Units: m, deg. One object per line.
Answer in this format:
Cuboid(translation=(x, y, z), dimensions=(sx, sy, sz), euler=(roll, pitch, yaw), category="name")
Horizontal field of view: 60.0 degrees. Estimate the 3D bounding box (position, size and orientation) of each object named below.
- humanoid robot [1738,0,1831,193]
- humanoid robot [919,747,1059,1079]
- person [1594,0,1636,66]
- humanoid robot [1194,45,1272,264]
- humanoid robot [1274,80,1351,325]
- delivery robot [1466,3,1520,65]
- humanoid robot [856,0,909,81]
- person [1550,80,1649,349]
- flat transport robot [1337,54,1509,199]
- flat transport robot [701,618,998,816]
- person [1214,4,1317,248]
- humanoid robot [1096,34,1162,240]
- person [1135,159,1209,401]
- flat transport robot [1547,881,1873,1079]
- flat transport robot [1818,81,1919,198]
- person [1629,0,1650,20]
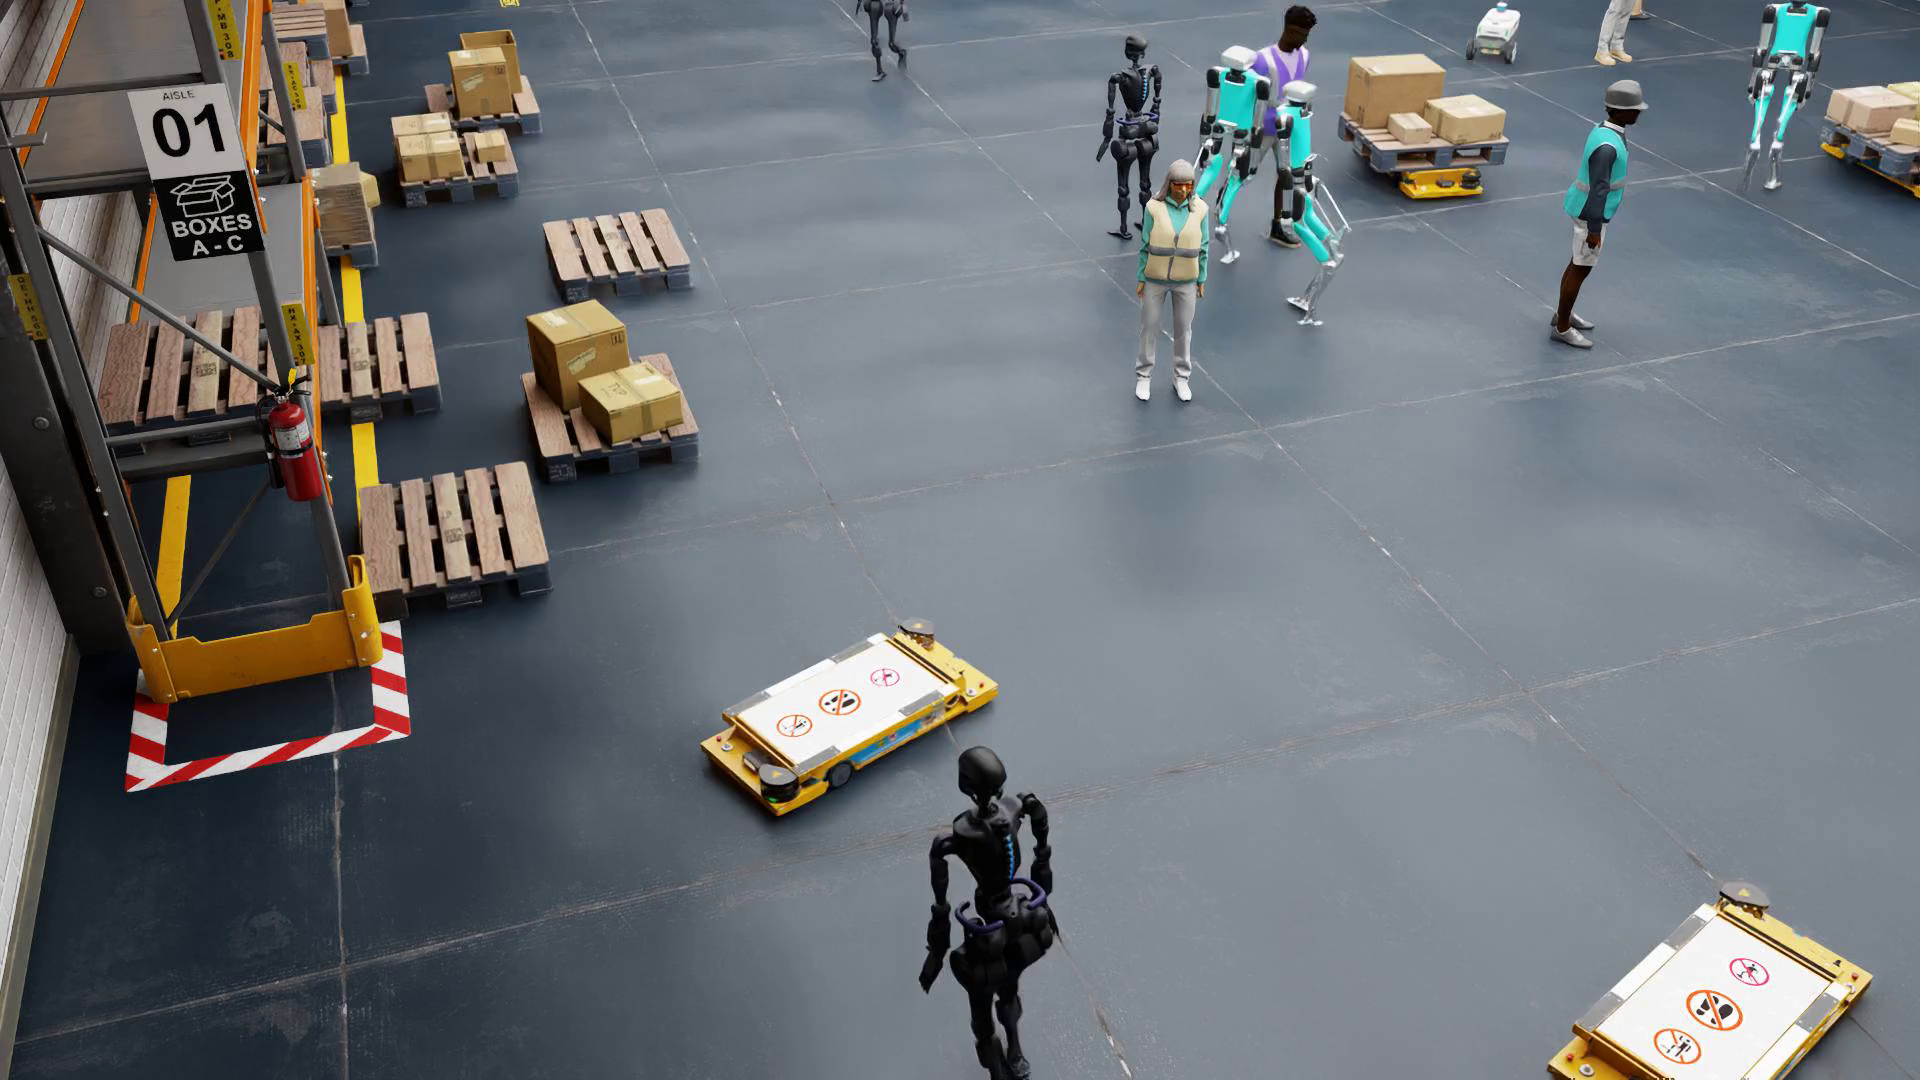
Cuboid(translation=(7.082, -3.816, 14.447), dimensions=(0.547, 1.862, 0.792), euler=(15, 36, 22), category="humanoid robot")
Cuboid(translation=(0.150, 1.500, 6.288), dimensions=(0.600, 1.648, 0.431), euler=(-22, 39, -29), category="humanoid robot")
Cuboid(translation=(7.107, -5.979, 17.563), dimensions=(0.466, 1.871, 0.358), euler=(-17, 37, -24), category="person")
Cuboid(translation=(1.990, -2.886, 12.950), dimensions=(0.540, 1.778, 0.903), euler=(21, 38, 28), category="humanoid robot")
Cuboid(translation=(2.655, -2.454, 12.293), dimensions=(0.801, 1.800, 0.559), euler=(15, 36, 22), category="humanoid robot")
Cuboid(translation=(5.831, -5.516, 18.047), dimensions=(0.499, 0.583, 0.767), euler=(15, 36, 21), category="delivery robot")
Cuboid(translation=(-0.776, -5.607, 17.171), dimensions=(0.609, 1.638, 0.483), euler=(12, 35, 18), category="humanoid robot")
Cuboid(translation=(4.539, -2.346, 11.928), dimensions=(0.417, 1.938, 0.568), euler=(11, 35, 17), category="person")
Cuboid(translation=(4.163, -3.460, 15.165), dimensions=(0.659, 0.231, 1.431), euler=(-6, 34, -8), category="flat transport robot")
Cuboid(translation=(-0.550, 0.878, 8.512), dimensions=(1.431, 0.231, 0.659), euler=(-26, 41, -33), category="flat transport robot")
Cuboid(translation=(2.527, -3.439, 13.635), dimensions=(0.652, 1.907, 0.983), euler=(-16, 37, -24), category="person")
Cuboid(translation=(1.409, -3.309, 13.632), dimensions=(0.599, 1.657, 0.315), euler=(-19, 37, -26), category="humanoid robot")
Cuboid(translation=(1.425, -1.754, 11.235), dimensions=(0.465, 1.706, 0.367), euler=(0, 33, 0), category="person")
Cuboid(translation=(3.114, 1.963, 6.848), dimensions=(1.431, 0.231, 0.659), euler=(-25, 41, -33), category="flat transport robot")
Cuboid(translation=(8.600, -3.425, 15.112), dimensions=(0.659, 0.231, 1.431), euler=(-8, 34, -13), category="flat transport robot")
Cuboid(translation=(7.846, -6.841, 19.065), dimensions=(0.381, 1.672, 0.463), euler=(-13, 35, -20), category="person")
